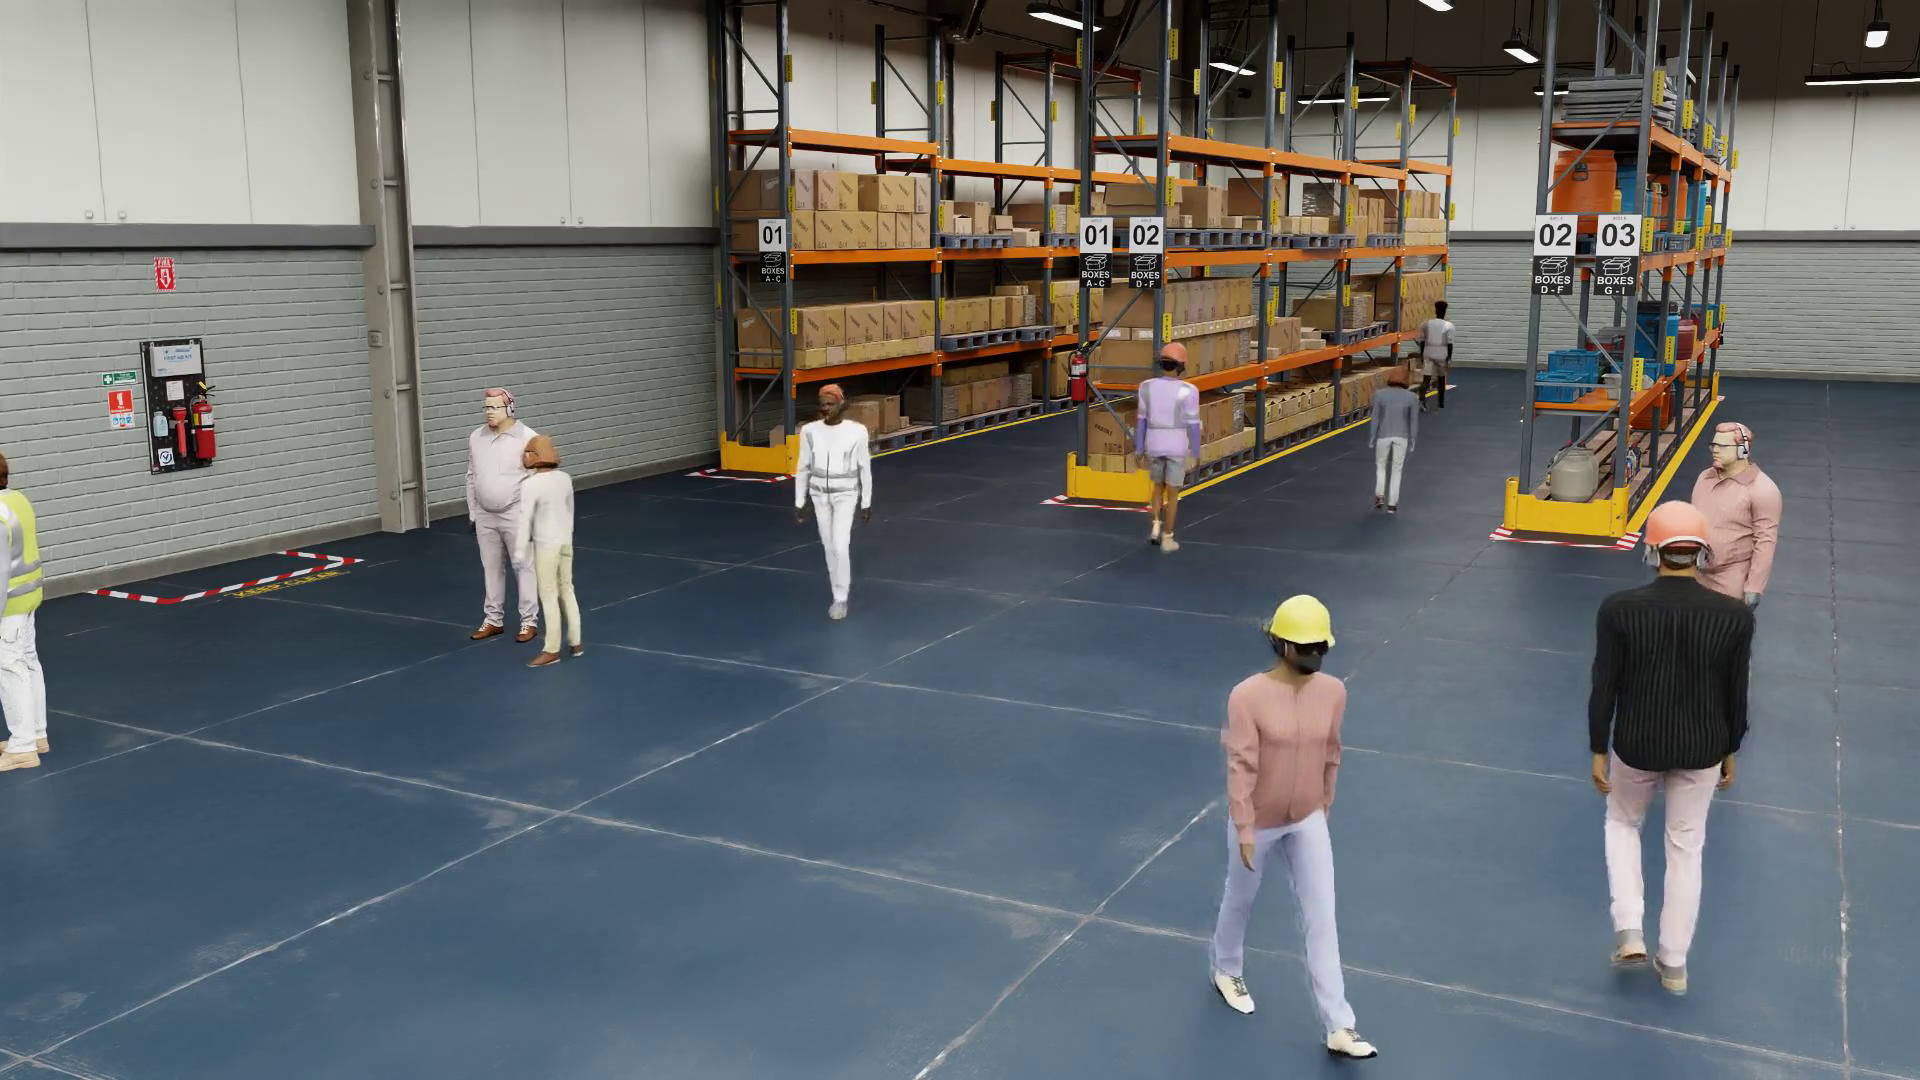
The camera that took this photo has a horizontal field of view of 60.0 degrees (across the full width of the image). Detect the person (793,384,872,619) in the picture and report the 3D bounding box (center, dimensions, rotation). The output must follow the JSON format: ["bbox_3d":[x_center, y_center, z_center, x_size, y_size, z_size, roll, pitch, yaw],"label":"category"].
[{"bbox_3d":[-1.037,-0.297,13.183,0.595,1.858,0.652,3,11,17],"label":"person"}]

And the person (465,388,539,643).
[{"bbox_3d":[-3.419,-0.183,12.454,0.639,1.908,0.409,3,11,15],"label":"person"}]

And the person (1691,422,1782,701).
[{"bbox_3d":[4.660,0.228,10.207,0.406,1.911,0.638,-4,11,-19],"label":"person"}]

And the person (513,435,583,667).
[{"bbox_3d":[-2.932,0.073,11.832,0.311,1.626,0.574,4,11,22],"label":"person"}]

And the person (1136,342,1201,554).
[{"bbox_3d":[2.012,-0.880,15.930,0.633,2.021,0.466,6,12,28],"label":"person"}]

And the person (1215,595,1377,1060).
[{"bbox_3d":[1.223,1.051,6.235,0.534,1.719,0.896,-3,11,-17],"label":"person"}]

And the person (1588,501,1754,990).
[{"bbox_3d":[2.863,0.829,6.751,0.606,1.978,0.471,3,11,18],"label":"person"}]

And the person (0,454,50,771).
[{"bbox_3d":[-5.480,0.391,9.499,0.429,1.841,0.634,-3,11,-15],"label":"person"}]

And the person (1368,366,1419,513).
[{"bbox_3d":[4.774,-1.110,18.314,0.522,1.602,0.469,3,11,17],"label":"person"}]

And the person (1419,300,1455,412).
[{"bbox_3d":[8.207,-3.177,28.746,0.623,1.934,0.959,6,12,29],"label":"person"}]
